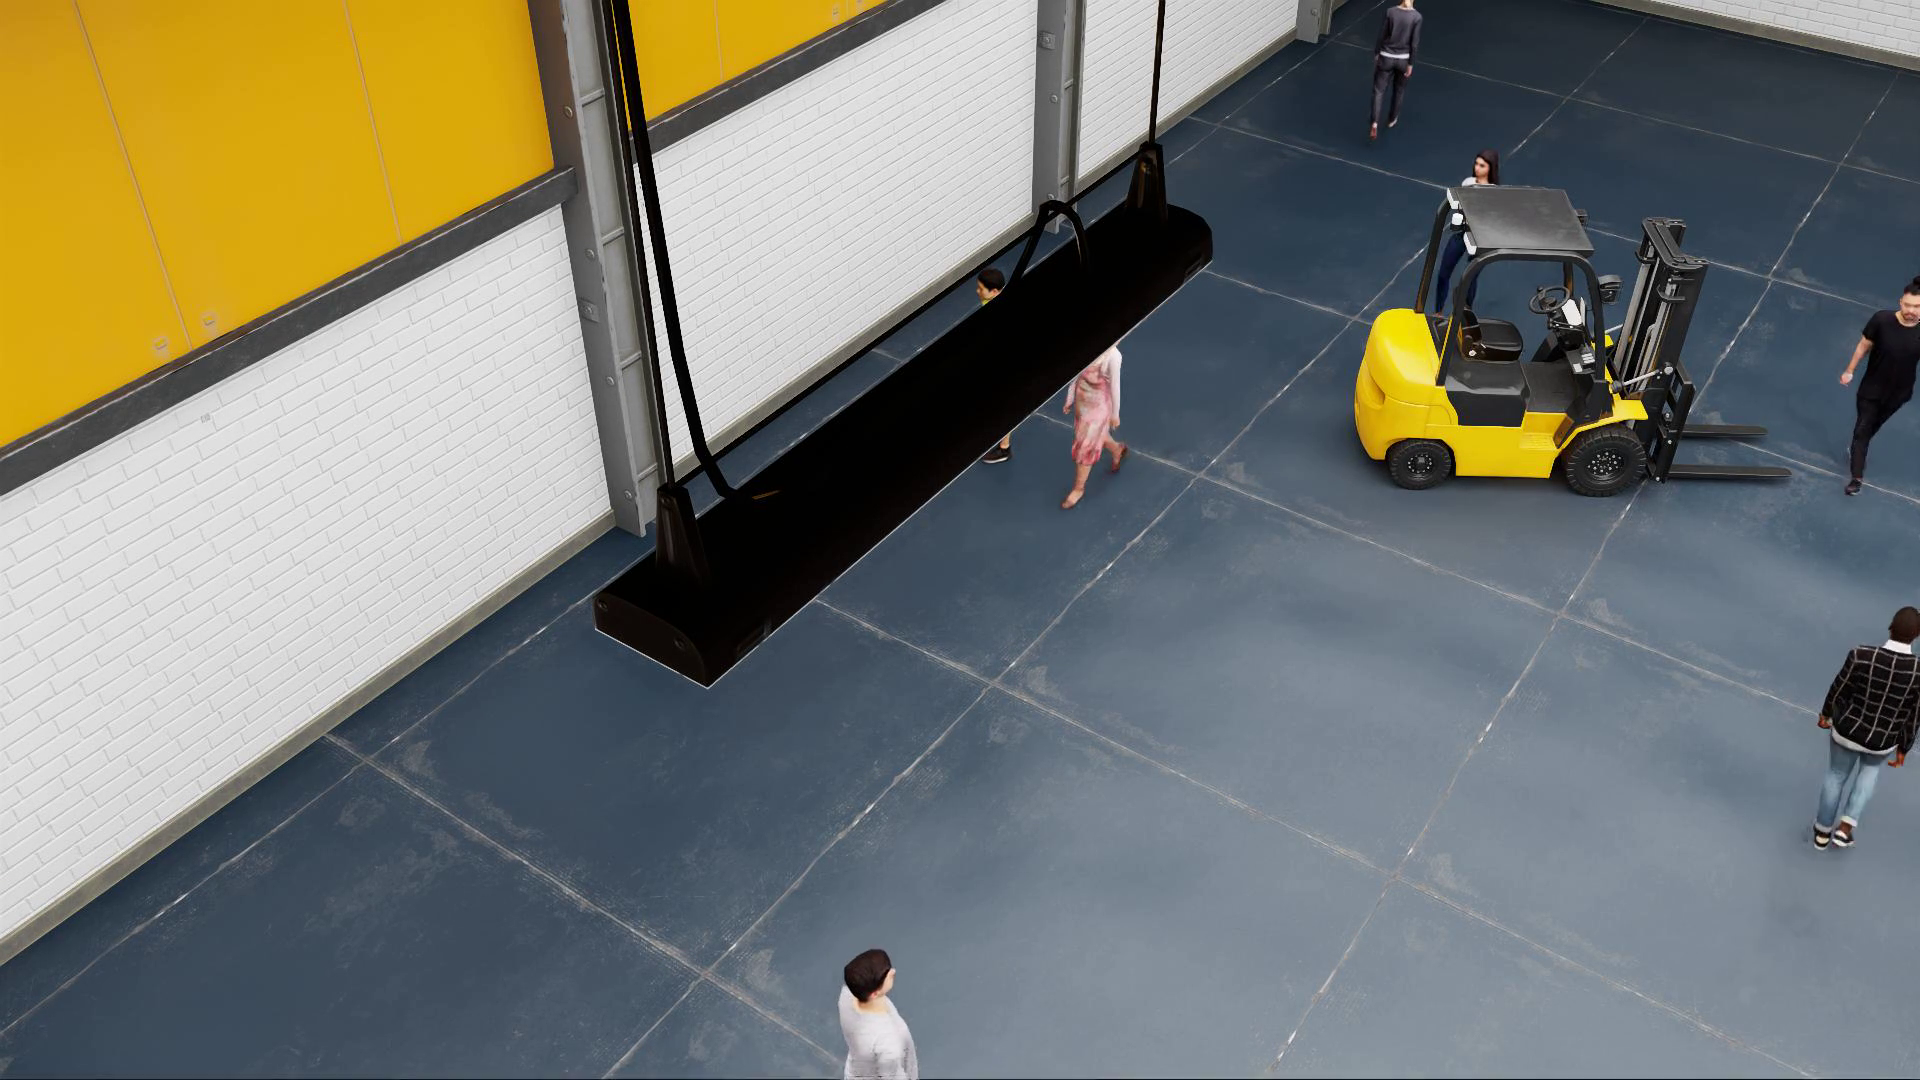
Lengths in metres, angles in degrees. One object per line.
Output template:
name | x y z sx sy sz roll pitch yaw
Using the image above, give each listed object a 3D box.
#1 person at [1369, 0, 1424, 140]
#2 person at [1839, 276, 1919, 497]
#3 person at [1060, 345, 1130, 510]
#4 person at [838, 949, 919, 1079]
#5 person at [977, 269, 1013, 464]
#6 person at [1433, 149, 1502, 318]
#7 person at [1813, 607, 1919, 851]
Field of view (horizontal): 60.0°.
person | 4.696 -5.191 18.027 0.790 1.703 1.078 13 40 15
person | 7.253 -1.278 13.033 0.966 1.820 1.187 12 40 15
person | 1.089 -1.068 12.899 1.098 1.660 0.767 -27 46 -29
person | -0.464 2.648 8.077 1.160 1.870 0.958 -19 42 -22
person | 0.288 -1.410 13.291 0.711 1.706 0.688 -13 40 -16
person | 4.613 -2.671 14.827 0.816 1.758 0.681 -30 48 -32
person | 5.382 1.211 9.934 0.718 1.799 0.735 22 43 25
